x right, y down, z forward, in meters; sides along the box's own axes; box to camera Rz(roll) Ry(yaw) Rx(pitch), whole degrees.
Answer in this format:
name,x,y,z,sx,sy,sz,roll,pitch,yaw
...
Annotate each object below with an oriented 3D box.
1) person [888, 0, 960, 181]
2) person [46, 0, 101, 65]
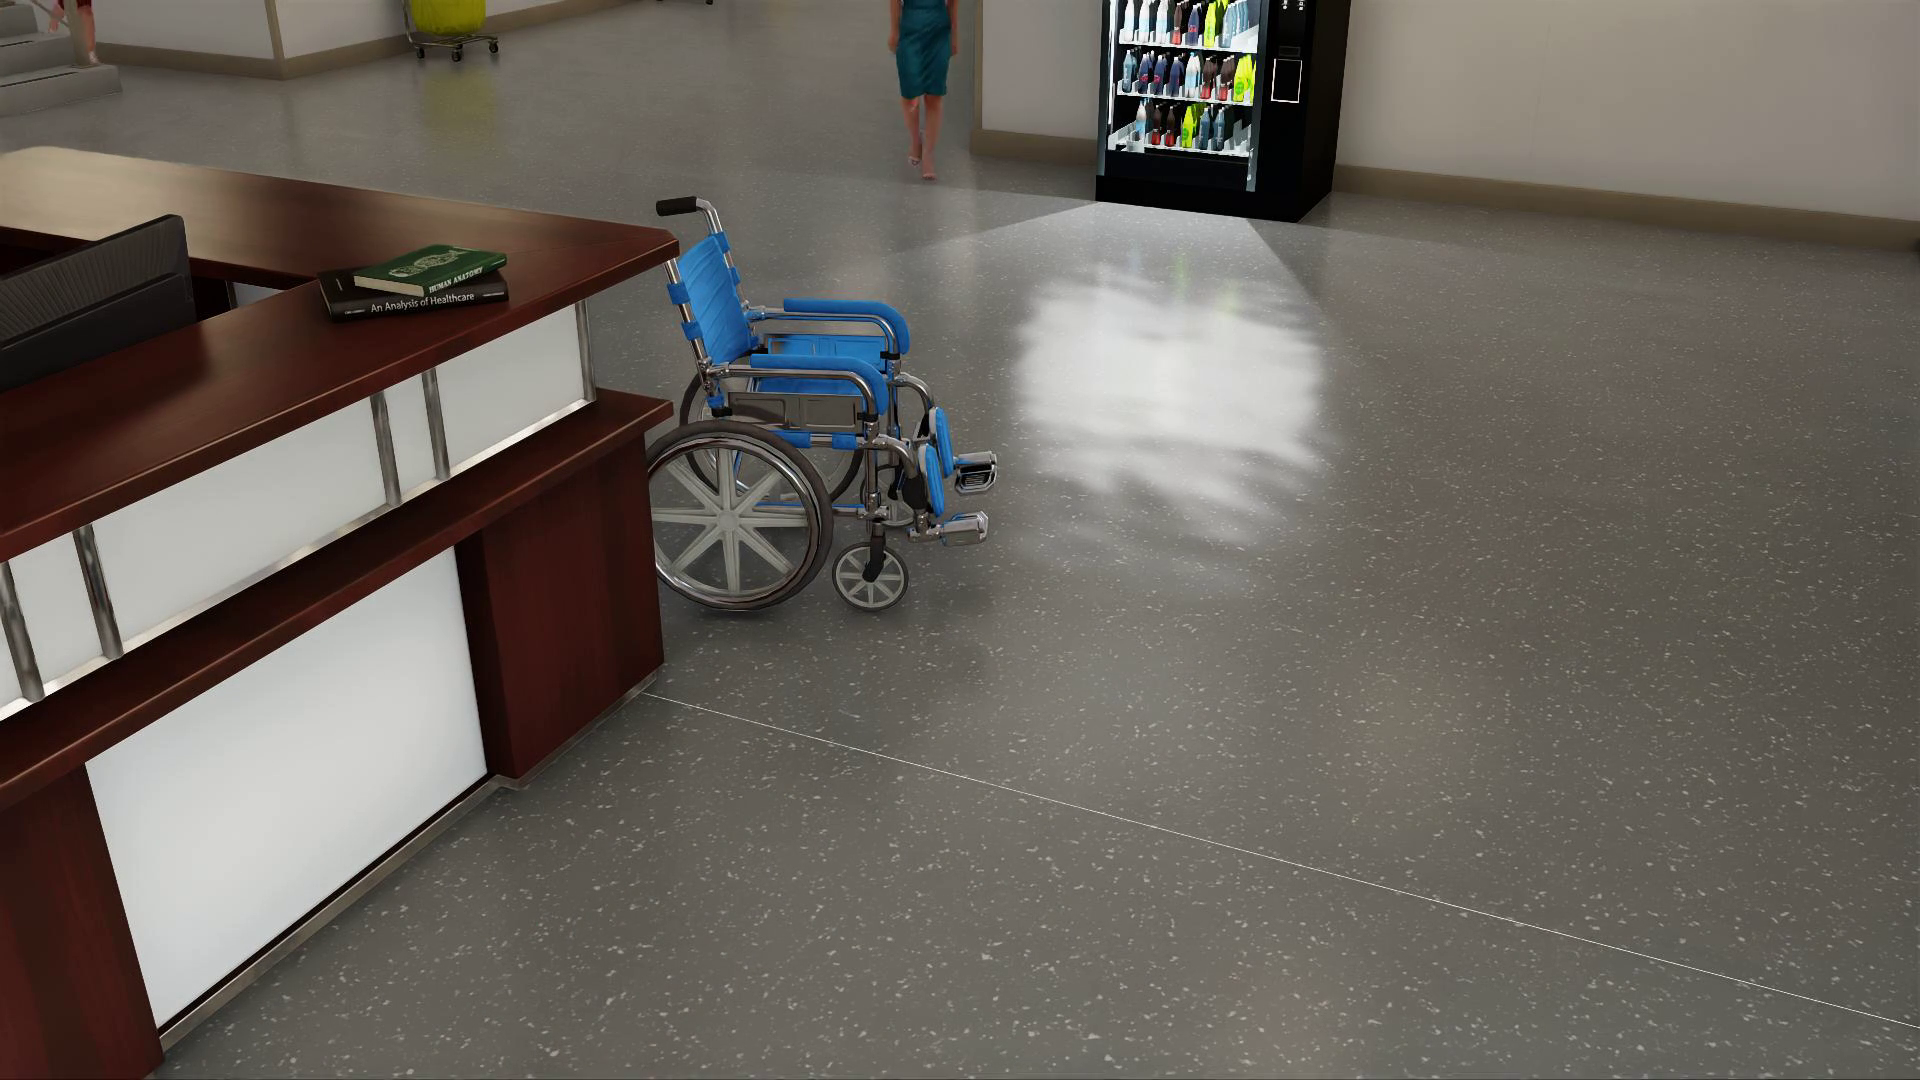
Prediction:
name,x,y,z,sx,sy,sz,roll,pitch,yaw
person,-0.223,-3.025,10.024,0.692,1.677,0.763,-4,26,-8
person,-7.172,-4.604,13.228,0.784,1.739,0.604,12,28,23
